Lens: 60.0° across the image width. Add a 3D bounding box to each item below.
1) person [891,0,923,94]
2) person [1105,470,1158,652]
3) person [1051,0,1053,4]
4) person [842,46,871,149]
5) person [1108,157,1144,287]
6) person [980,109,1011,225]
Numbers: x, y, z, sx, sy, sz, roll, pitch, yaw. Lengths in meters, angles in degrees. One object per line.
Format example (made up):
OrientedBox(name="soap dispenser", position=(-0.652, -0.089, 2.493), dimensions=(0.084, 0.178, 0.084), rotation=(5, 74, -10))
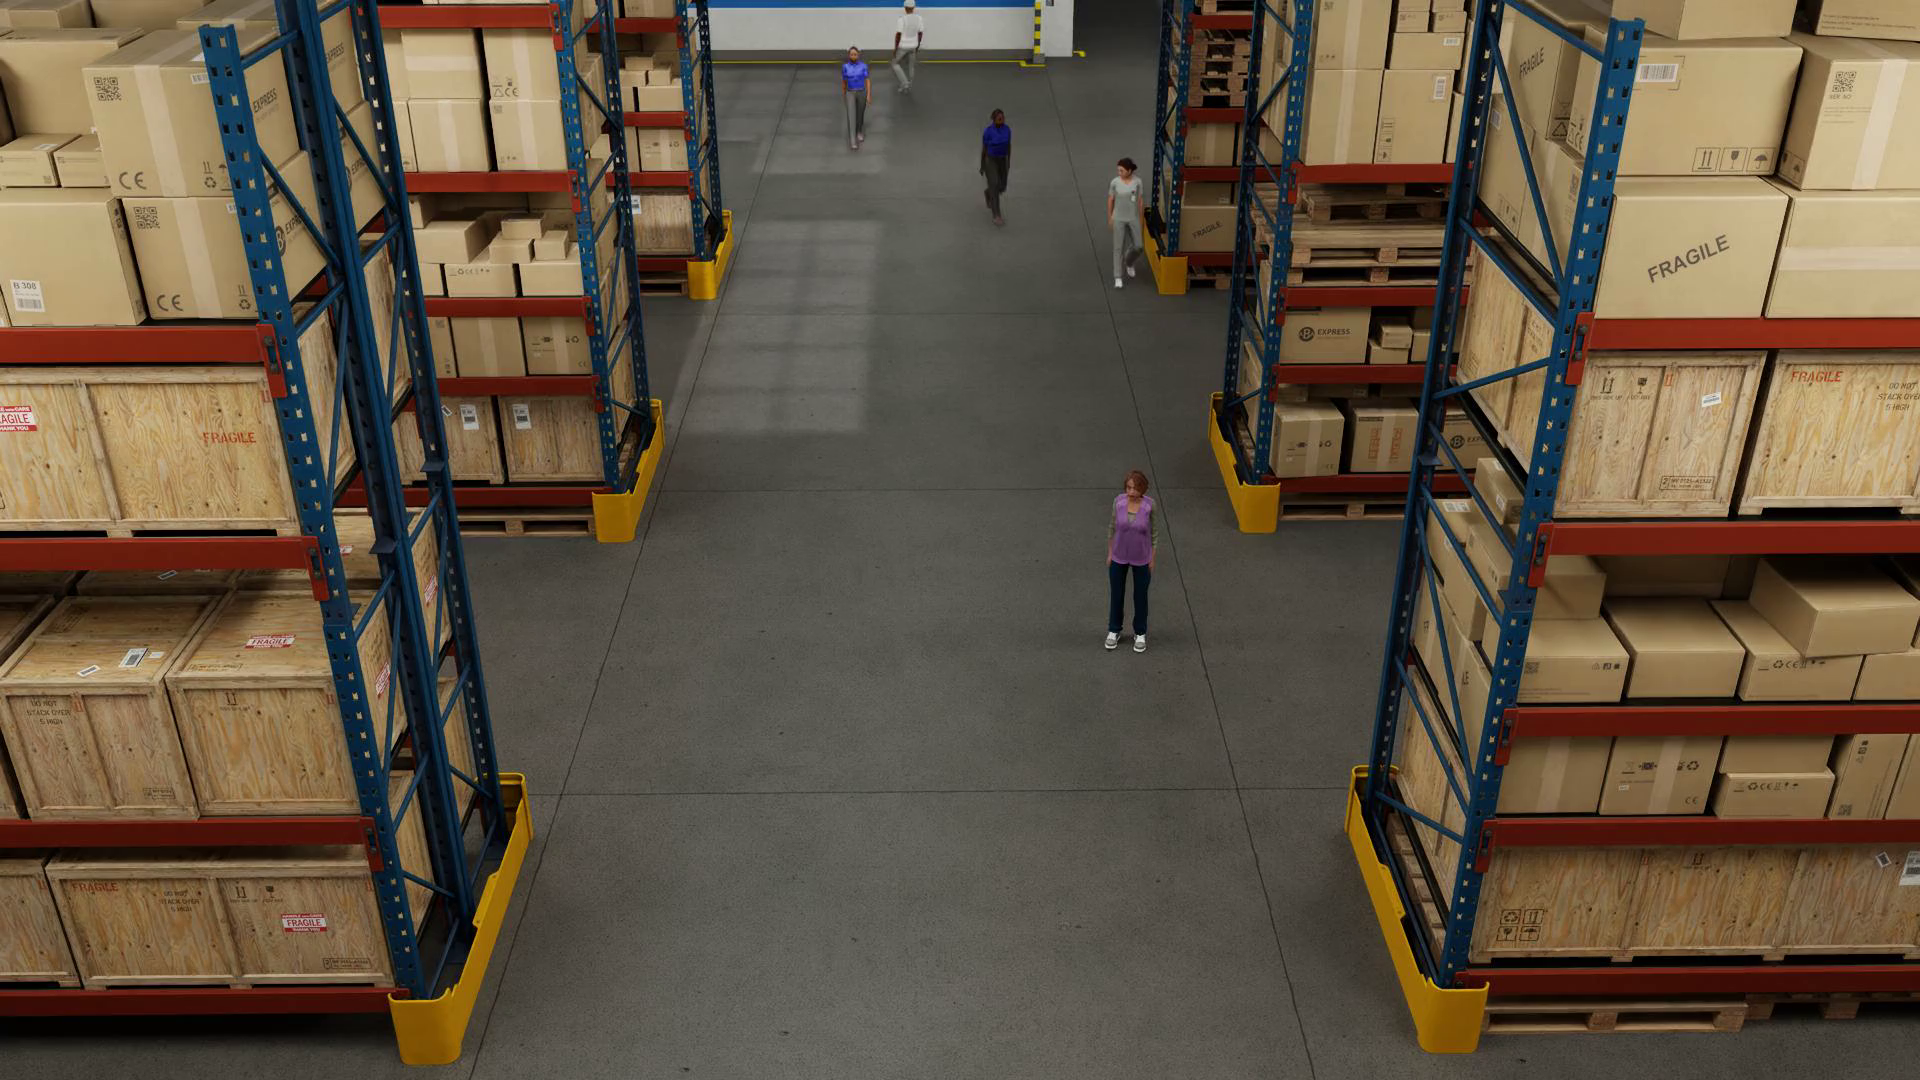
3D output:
OrientedBox(name="person", position=(-1.020, -9.204, 30.986), dimensions=(0.630, 1.765, 0.546), rotation=(-18, 33, -30))
OrientedBox(name="person", position=(1.415, 0.167, 13.769), dimensions=(0.410, 1.602, 0.331), rotation=(6, 29, 11))
OrientedBox(name="person", position=(2.087, -12.325, 36.934), dimensions=(0.427, 1.671, 0.387), rotation=(-9, 30, -16))
OrientedBox(name="person", position=(-1.723, -7.422, 27.841), dimensions=(0.459, 1.620, 0.961), rotation=(-4, 29, -7))
OrientedBox(name="person", position=(2.163, -4.162, 21.711), dimensions=(0.477, 1.684, 0.459), rotation=(1, 28, 2))
OrientedBox(name="person", position=(0.505, -5.511, 24.293), dimensions=(0.468, 1.634, 0.841), rotation=(-15, 32, -25))
